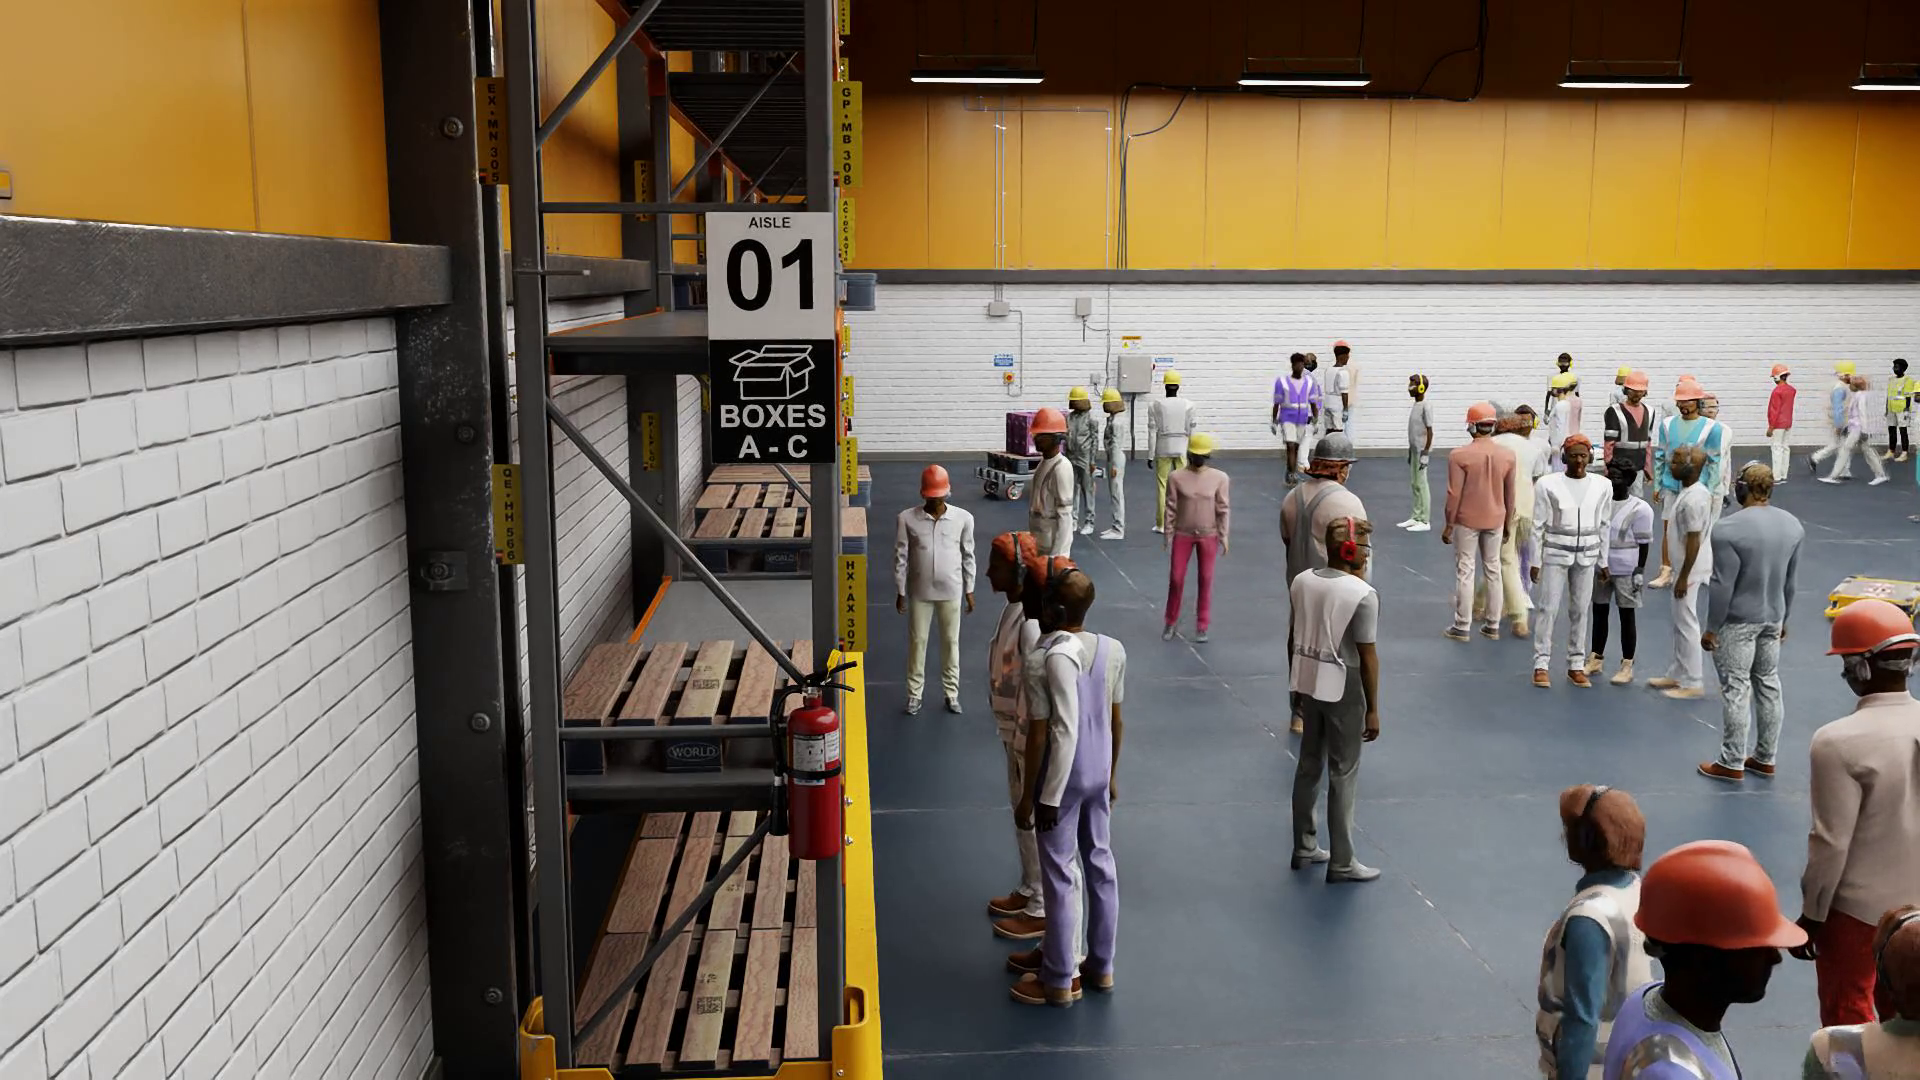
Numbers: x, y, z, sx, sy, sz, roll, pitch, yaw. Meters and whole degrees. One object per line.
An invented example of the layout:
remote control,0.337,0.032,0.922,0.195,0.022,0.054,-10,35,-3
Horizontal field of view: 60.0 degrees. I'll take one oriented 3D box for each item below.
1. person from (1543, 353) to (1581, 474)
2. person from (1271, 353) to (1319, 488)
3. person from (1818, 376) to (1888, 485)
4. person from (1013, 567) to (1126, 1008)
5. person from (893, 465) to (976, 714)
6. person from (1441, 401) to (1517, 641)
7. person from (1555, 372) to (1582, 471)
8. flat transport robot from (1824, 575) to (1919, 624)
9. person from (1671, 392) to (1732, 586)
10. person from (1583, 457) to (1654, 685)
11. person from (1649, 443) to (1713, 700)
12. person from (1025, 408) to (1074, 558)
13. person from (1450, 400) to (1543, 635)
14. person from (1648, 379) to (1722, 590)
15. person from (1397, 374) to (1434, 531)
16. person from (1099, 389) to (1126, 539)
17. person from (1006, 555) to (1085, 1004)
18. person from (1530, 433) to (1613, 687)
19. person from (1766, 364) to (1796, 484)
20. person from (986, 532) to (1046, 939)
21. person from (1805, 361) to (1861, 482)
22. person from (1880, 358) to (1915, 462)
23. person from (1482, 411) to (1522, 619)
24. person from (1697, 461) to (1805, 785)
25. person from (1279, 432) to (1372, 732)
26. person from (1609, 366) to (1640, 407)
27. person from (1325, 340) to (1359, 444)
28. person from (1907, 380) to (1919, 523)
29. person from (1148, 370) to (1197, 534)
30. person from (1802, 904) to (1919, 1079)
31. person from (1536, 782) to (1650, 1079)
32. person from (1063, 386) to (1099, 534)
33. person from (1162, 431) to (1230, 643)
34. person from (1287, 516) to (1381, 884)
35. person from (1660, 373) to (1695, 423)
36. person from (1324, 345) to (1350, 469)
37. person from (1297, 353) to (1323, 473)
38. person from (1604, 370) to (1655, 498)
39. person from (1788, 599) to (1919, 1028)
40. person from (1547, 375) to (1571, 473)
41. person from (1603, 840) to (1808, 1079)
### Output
person,9.190,-1.930,25.389,0.532,1.864,0.312,3,10,19
person,4.807,-1.682,23.630,0.635,1.919,0.960,-2,9,-12
person,13.021,-1.580,24.066,0.878,1.585,0.501,5,10,27
person,0.455,1.020,6.924,0.506,1.847,0.346,-6,11,-33
person,-0.173,0.343,11.490,0.574,1.740,0.344,-1,9,-4
person,4.303,-0.153,13.816,0.626,1.994,0.383,-2,9,-10
person,7.941,-1.313,21.818,0.525,1.769,0.327,-6,11,-35
flat transport robot,8.246,0.530,14.926,0.652,0.197,1.431,7,11,35
person,7.188,-0.477,16.135,0.651,1.907,0.409,-1,9,-9
person,4.875,0.225,12.383,0.319,1.697,0.532,-6,11,-34
person,5.206,0.221,11.951,0.336,1.846,0.512,4,10,23
person,0.660,0.022,12.574,0.374,2.043,0.608,-2,9,-13
person,4.597,-0.236,14.198,0.691,2.000,1.007,-3,10,-21
person,6.936,-0.514,15.935,0.375,2.043,0.610,-9,13,-44
person,5.442,-1.031,19.761,0.325,1.860,0.516,-1,9,-3
person,1.750,-0.878,19.196,0.321,1.737,0.486,1,9,6
person,0.380,0.992,6.983,0.354,1.883,0.576,0,9,0
person,4.487,0.154,12.239,0.584,1.882,0.337,0,9,3
person,11.903,-1.683,24.207,0.560,1.743,0.338,-8,12,-40
person,0.296,0.888,7.674,0.357,1.876,0.573,-1,9,-7
person,12.960,-1.752,24.575,0.703,1.790,0.615,6,11,33
person,15.300,-2.117,27.117,0.322,1.691,0.532,-2,9,-12
person,4.820,-0.221,14.712,0.332,1.844,0.518,1,9,8
person,4.708,0.493,9.939,0.630,1.938,0.369,-3,10,-18
person,2.422,0.297,10.853,0.535,2.000,0.680,-5,10,-29
person,9.542,-1.637,23.958,0.486,1.736,0.323,-2,9,-10
person,6.207,-2.283,27.279,0.638,1.978,0.611,-4,10,-24
person,11.857,-1.091,20.471,0.361,1.753,0.534,3,10,21
person,2.480,-1.030,19.542,0.586,1.927,0.364,-1,9,-7
person,2.142,1.637,3.712,0.538,1.622,0.576,4,10,21
person,1.765,1.499,4.648,0.329,1.626,0.568,7,11,37
person,1.399,-0.934,19.517,0.487,1.741,0.312,8,12,41
person,1.957,-0.028,13.780,0.536,1.763,0.344,1,9,4
person,1.866,0.796,8.345,0.379,1.837,0.570,-6,11,-31
person,9.486,-1.311,21.845,0.564,1.752,0.338,7,11,37
person,5.895,-2.069,25.988,0.379,1.958,0.599,-3,10,-19
person,5.362,-1.959,25.636,0.429,1.846,0.631,1,9,7
person,7.084,-0.776,17.589,0.609,2.040,0.395,-3,10,-19
person,2.983,1.180,5.490,0.612,1.983,0.407,-4,10,-21
person,7.623,-1.219,21.230,0.318,1.767,0.534,4,10,25
person,1.450,1.541,3.350,0.349,1.942,0.545,3,10,18
